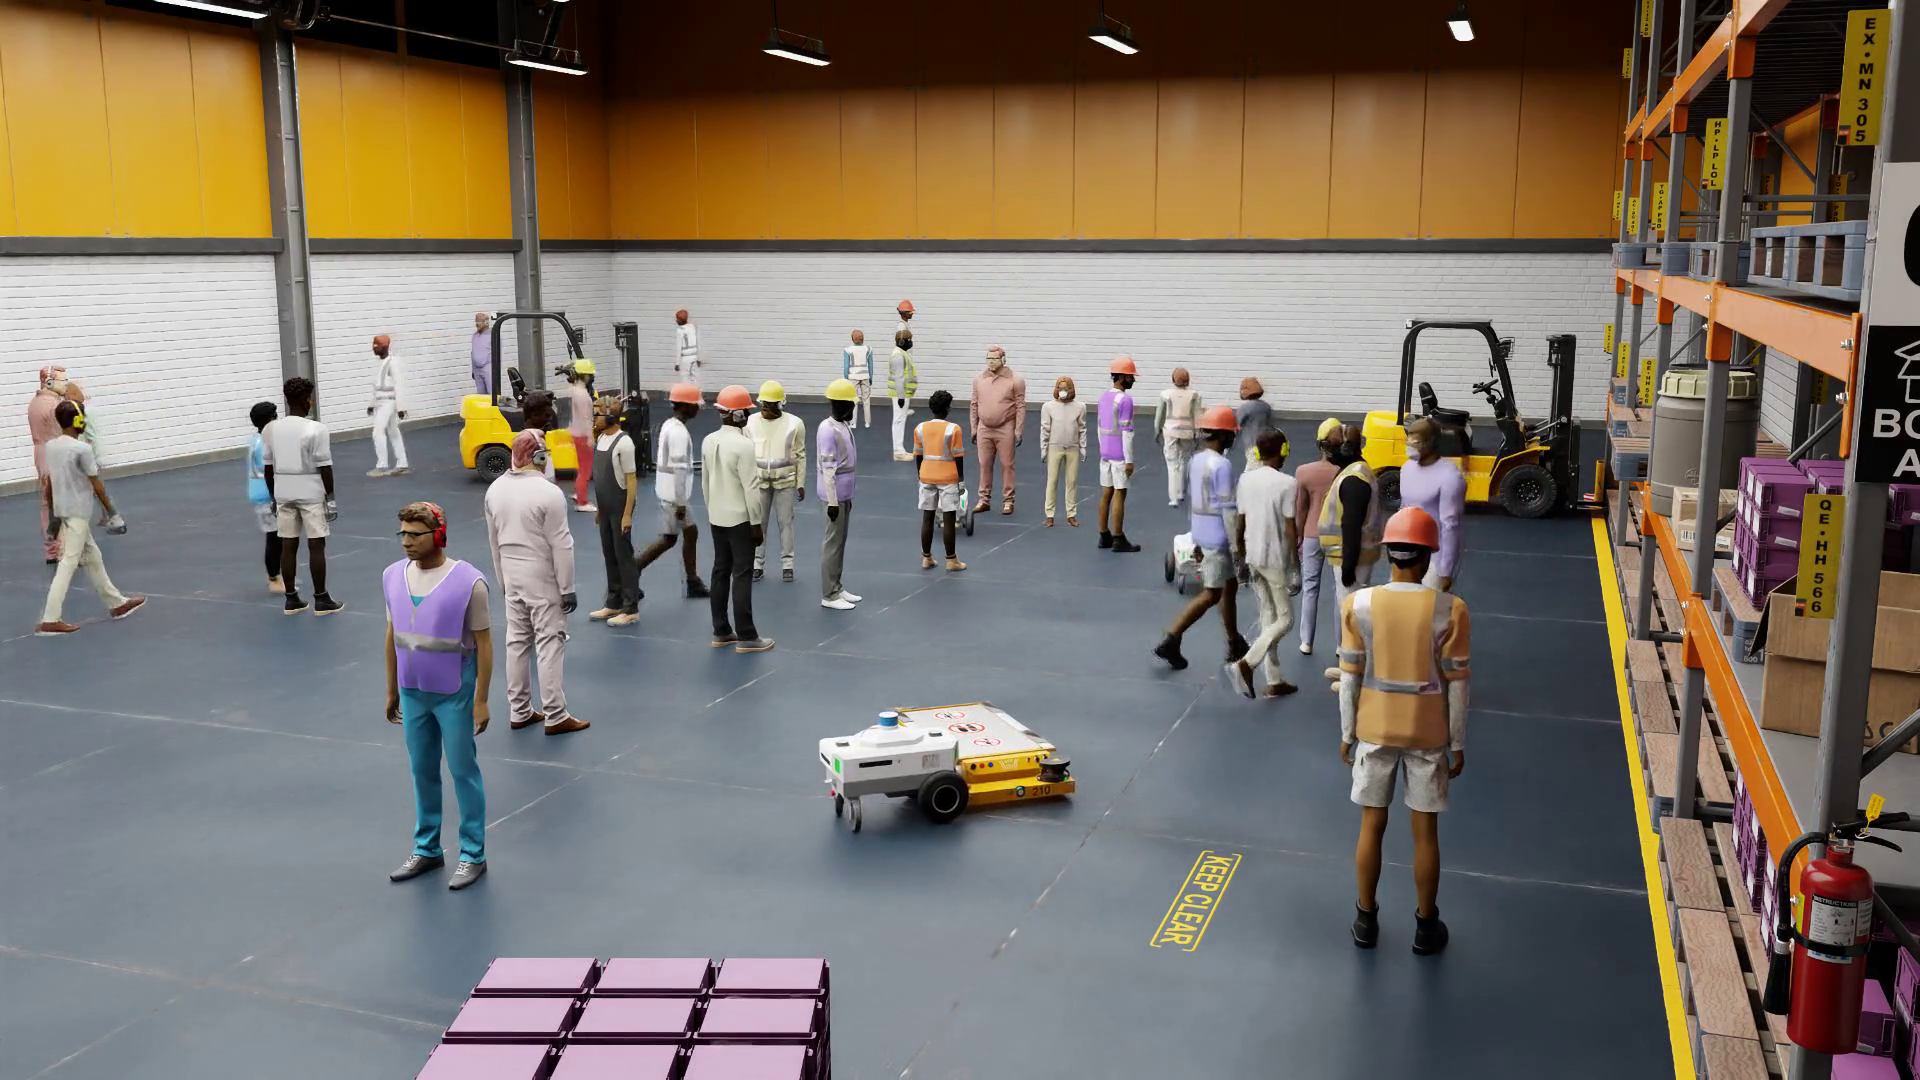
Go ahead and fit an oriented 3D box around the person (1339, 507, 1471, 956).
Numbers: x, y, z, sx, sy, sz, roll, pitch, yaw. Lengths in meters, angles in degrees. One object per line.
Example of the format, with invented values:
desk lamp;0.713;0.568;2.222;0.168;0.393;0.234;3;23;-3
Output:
person;1.898;0.817;7.138;0.543;1.927;0.375;4;11;21

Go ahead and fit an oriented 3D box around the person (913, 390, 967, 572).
person;-0.182;-0.546;15.474;0.532;1.694;0.320;6;12;30

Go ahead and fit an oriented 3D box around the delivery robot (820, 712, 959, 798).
delivery robot;-0.378;1.156;8.828;0.707;0.478;0.477;-4;11;-19

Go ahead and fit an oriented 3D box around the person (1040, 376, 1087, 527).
person;1.118;-0.951;17.921;0.508;1.632;0.274;-1;10;-7

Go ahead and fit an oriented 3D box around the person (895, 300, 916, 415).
person;-0.978;-3.256;29.748;0.381;2.045;0.605;0;10;-1

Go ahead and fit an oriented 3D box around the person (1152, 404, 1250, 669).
person;1.803;-0.021;11.914;0.795;1.919;0.561;-1;10;-7

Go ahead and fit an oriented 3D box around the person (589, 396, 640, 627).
person;-2.769;-0.234;13.293;0.332;1.842;0.516;-8;13;-39

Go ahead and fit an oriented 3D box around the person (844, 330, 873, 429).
person;-1.672;-2.645;27.446;0.513;1.641;0.307;-4;11;-21

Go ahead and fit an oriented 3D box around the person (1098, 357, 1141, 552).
person;1.576;-0.849;16.500;0.376;1.934;0.547;-5;11;-24

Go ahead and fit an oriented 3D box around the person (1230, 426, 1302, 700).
person;2.023;0.172;11.037;0.612;1.832;0.577;-7;12;-35

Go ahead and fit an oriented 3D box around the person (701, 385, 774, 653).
person;-1.677;-0.160;12.443;0.378;1.996;0.610;-10;14;-43

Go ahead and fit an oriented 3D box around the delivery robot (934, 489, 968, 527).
delivery robot;-0.098;-0.397;17.561;0.477;0.478;0.707;1;10;2

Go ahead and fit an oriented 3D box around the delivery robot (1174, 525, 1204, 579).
delivery robot;2.090;0.111;14.715;0.477;0.478;0.707;0;10;2

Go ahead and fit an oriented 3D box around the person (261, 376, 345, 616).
person;-5.395;-0.358;13.640;0.610;1.964;0.365;2;10;12

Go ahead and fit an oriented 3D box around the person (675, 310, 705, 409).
person;-4.967;-3.295;30.550;0.342;1.856;0.732;5;11;28

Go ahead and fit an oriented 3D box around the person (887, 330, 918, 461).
person;-0.805;-2.045;23.501;0.430;1.843;0.625;0;10;2

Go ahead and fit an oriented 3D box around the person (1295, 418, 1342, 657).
person;2.718;-0.014;12.264;0.525;1.772;0.301;4;11;19

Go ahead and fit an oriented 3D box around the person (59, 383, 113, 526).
person;-9.382;-0.883;17.681;0.519;1.586;0.873;6;12;30

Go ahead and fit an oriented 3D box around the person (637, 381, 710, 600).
person;-2.511;-0.402;14.114;0.851;1.904;0.558;-2;10;-14

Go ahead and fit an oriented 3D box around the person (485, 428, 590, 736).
person;-2.621;0.259;10.336;0.643;1.910;0.411;6;12;31

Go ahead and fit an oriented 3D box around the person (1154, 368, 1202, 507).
person;2.542;-1.210;19.471;0.530;1.603;0.831;0;10;-1

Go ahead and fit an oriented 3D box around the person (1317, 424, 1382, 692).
person;2.654;0.121;11.372;0.432;1.825;0.618;2;10;10

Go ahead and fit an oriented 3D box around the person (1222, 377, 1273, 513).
person;3.218;-0.993;18.298;0.538;1.580;0.887;-9;13;-41

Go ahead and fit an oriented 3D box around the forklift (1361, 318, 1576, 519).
forklift;5.787;-1.437;19.079;2.313;2.155;1.214;3;11;19

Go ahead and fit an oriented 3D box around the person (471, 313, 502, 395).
person;-7.928;-2.828;27.726;0.653;1.904;0.405;7;12;33

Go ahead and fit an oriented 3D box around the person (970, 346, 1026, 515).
person;0.406;-1.235;18.751;0.645;1.907;0.400;4;11;23

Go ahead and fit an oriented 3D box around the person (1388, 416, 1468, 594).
person;3.061;0.141;10.956;0.429;1.920;0.672;-4;11;-21

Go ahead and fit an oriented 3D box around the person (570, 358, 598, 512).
person;-4.231;-1.181;18.858;0.367;1.751;0.559;-3;10;-14

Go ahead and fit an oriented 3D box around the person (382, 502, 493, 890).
person;-2.467;0.724;7.891;0.575;1.843;0.374;4;11;20

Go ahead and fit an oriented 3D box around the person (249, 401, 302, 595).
person;-5.958;-0.357;14.419;0.378;1.697;0.553;-4;11;-21

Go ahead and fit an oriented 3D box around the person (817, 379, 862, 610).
person;-1.001;-0.388;13.928;0.378;1.923;0.596;1;10;7

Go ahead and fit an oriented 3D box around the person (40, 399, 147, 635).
person;-6.906;-0.196;13.141;0.544;1.817;0.965;6;12;31

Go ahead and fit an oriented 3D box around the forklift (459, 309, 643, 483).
forklift;-5.354;-1.902;21.697;2.313;2.155;1.214;-2;10;-13

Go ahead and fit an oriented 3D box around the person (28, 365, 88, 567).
person;-8.518;-0.696;15.730;0.399;1.905;0.642;-10;14;-43

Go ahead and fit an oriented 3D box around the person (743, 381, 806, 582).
person;-1.686;-0.525;14.984;0.587;1.826;0.404;0;10;2

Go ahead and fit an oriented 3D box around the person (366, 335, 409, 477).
person;-7.614;-1.755;21.823;0.741;1.858;0.583;-6;12;-32

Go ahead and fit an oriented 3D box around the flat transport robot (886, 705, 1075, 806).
flat transport robot;0.076;1.202;9.634;0.652;0.197;1.431;-4;11;-20

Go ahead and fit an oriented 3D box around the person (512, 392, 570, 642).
person;-3.262;-0.173;12.756;0.392;1.914;0.589;-4;11;-22
